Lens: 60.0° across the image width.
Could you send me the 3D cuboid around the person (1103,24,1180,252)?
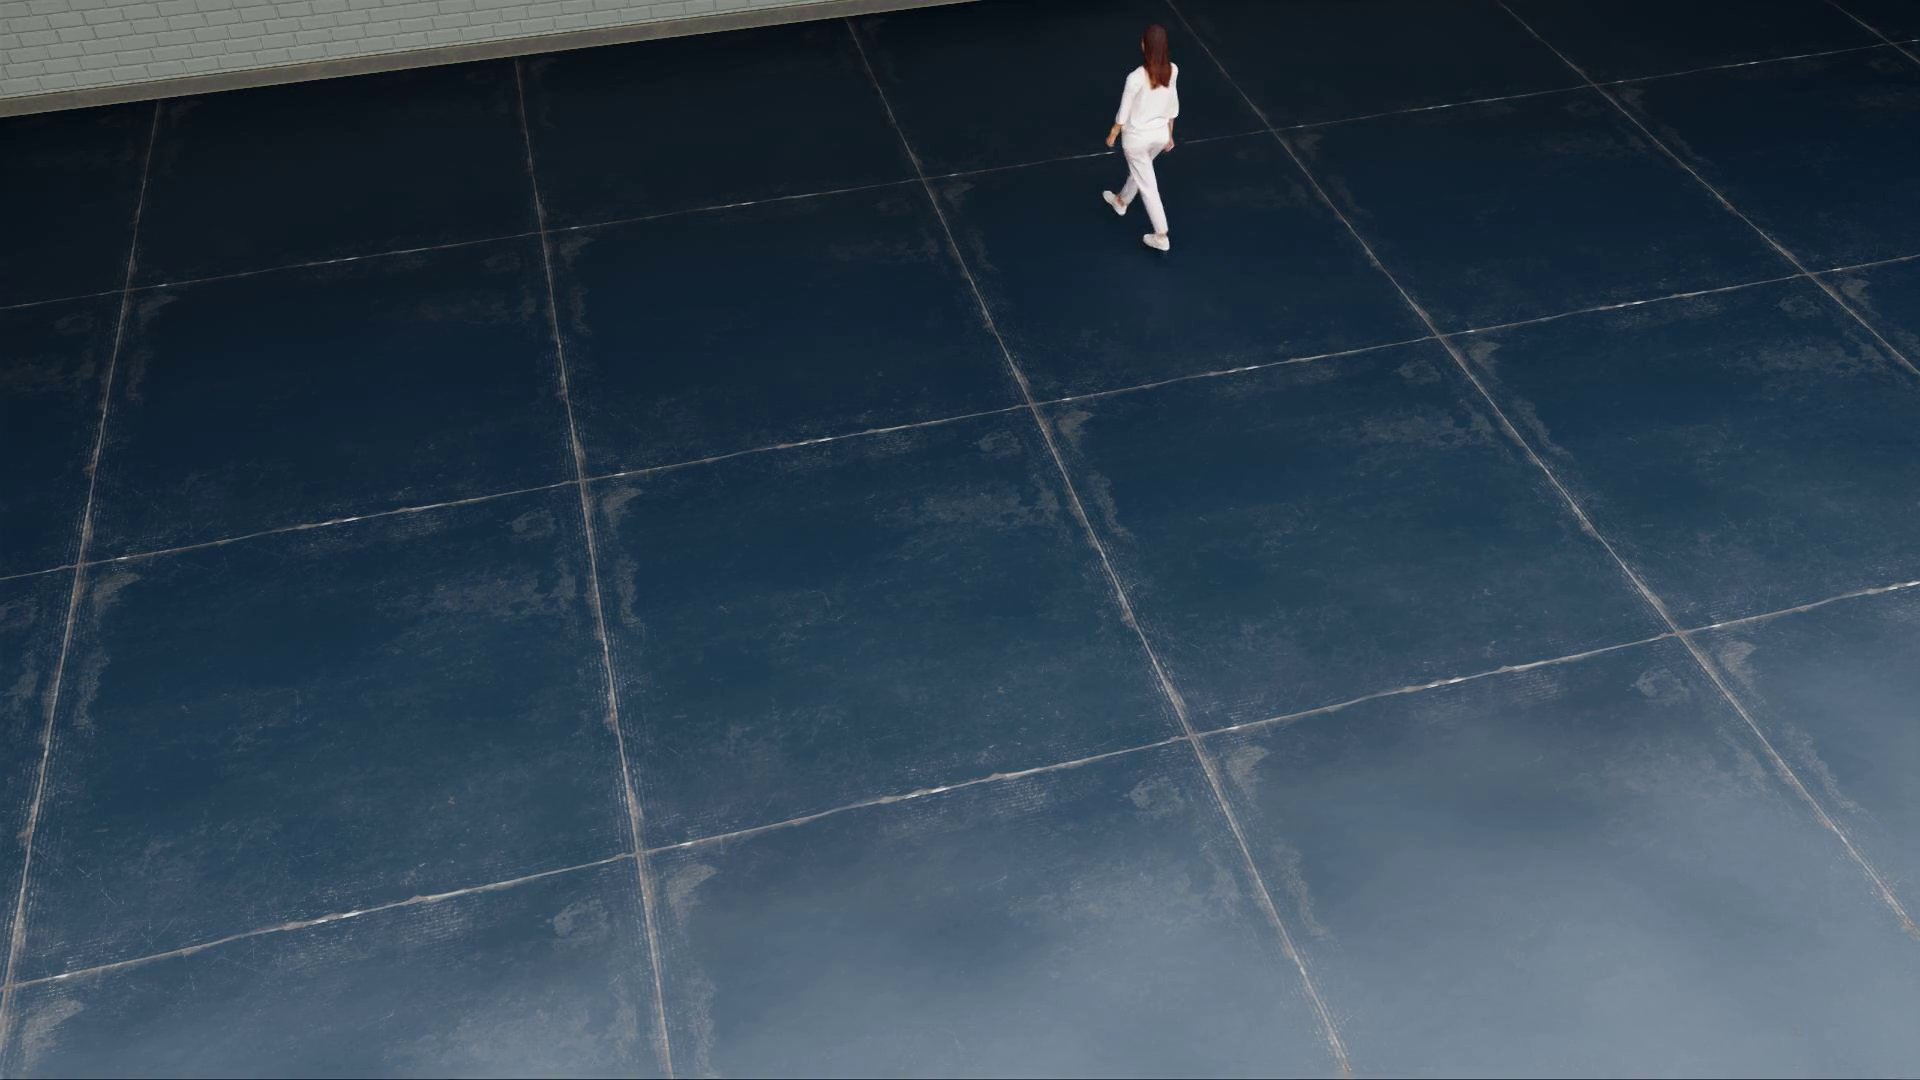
[{"bbox_3d":[1.388,-2.877,12.060,0.889,1.648,1.166,-28,50,-27],"label":"person"}]
